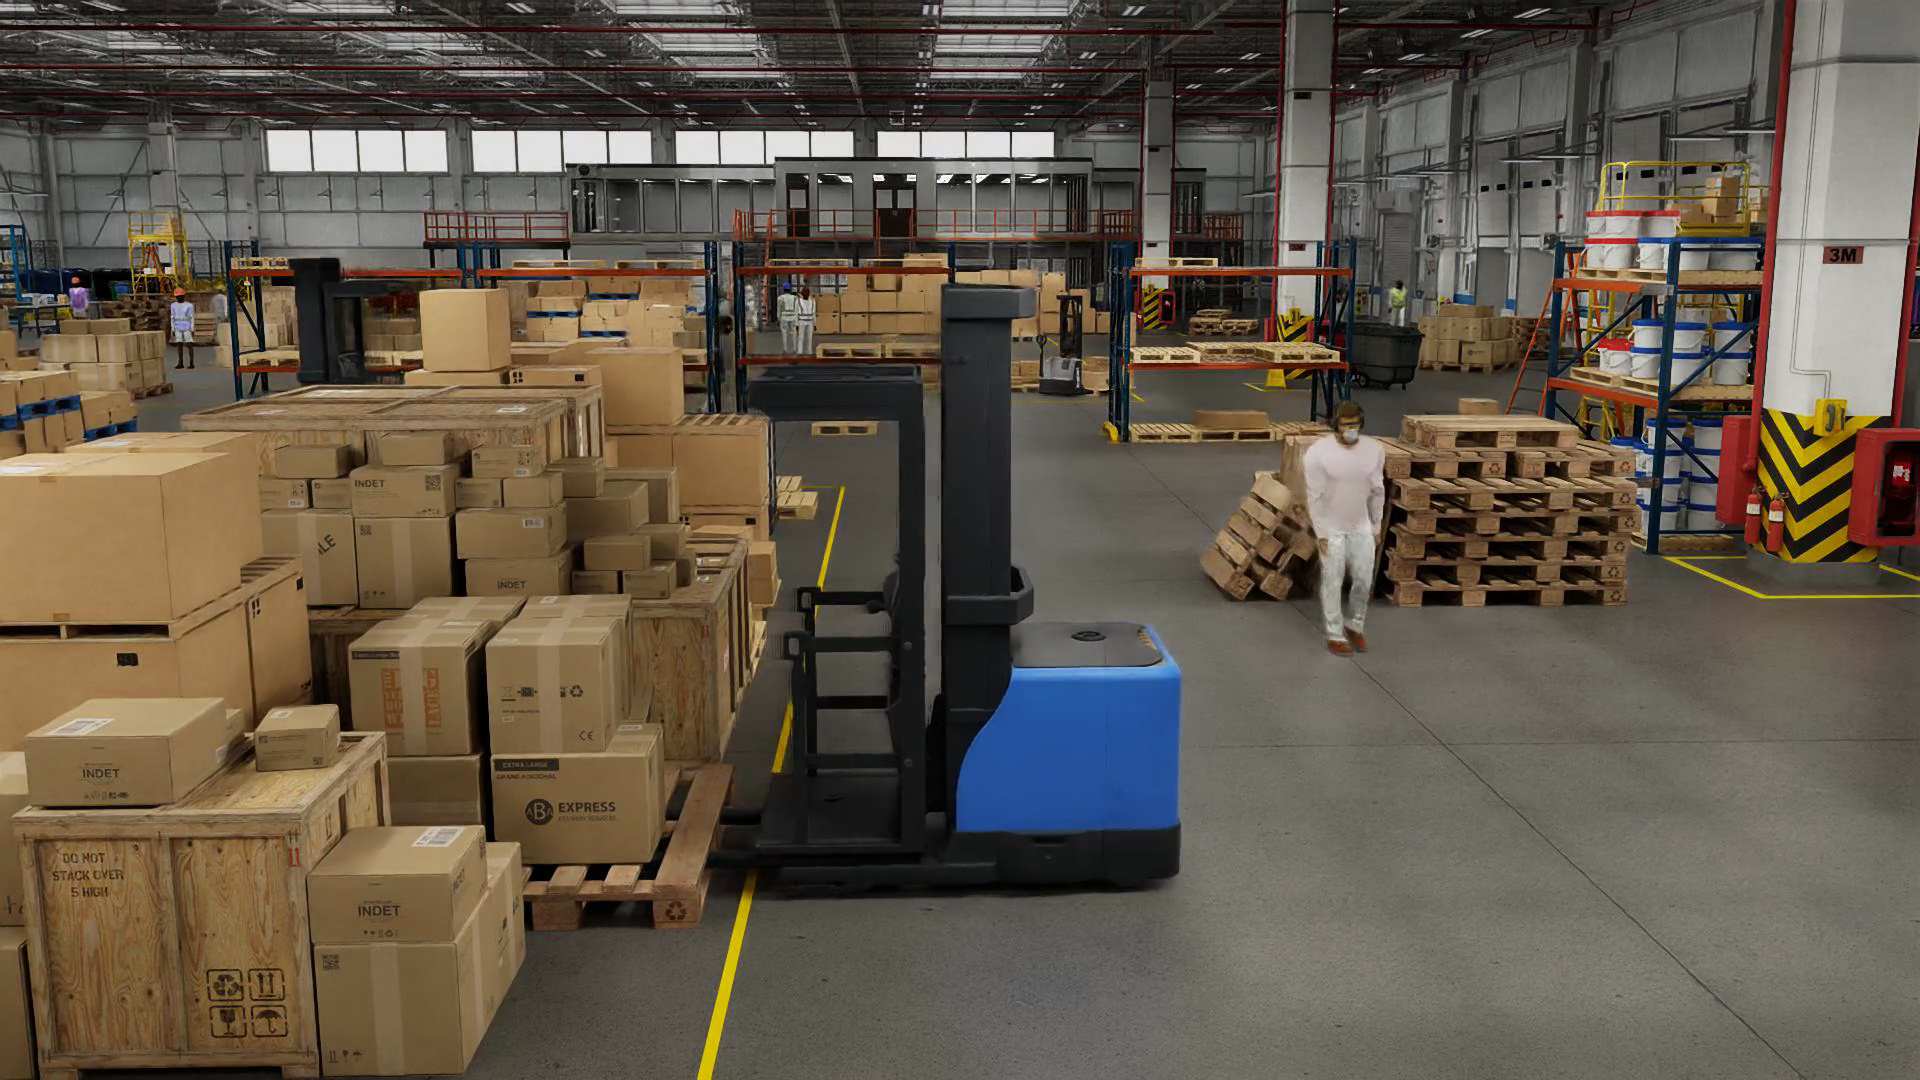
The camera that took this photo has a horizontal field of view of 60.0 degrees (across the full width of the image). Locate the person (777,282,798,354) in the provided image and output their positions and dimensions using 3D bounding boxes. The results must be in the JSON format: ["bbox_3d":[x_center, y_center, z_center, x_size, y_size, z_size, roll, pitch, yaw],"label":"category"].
[{"bbox_3d":[-4.594,-5.883,44.352,0.605,1.949,0.402,-5,11,-24],"label":"person"}]

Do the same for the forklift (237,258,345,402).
[{"bbox_3d":[-8.137,-2.193,21.198,1.873,2.768,1.129,0,10,-2],"label":"forklift"}]

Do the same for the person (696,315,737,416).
[{"bbox_3d":[-3.986,-2.855,27.850,0.889,1.829,0.556,1,10,5],"label":"person"}]

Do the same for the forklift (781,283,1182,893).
[{"bbox_3d":[0.090,0.173,8.014,1.873,2.768,1.129,0,10,-2],"label":"forklift"}]

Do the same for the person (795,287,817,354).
[{"bbox_3d":[-3.925,-5.492,42.353,0.577,1.884,0.353,-6,12,-28],"label":"person"}]

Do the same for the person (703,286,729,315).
[{"bbox_3d":[-5.739,-5.003,39.190,0.690,2.000,0.792,5,11,26],"label":"person"}]

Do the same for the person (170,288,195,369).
[{"bbox_3d":[-18.606,-5.062,39.805,0.550,1.937,0.357,-1,10,-4],"label":"person"}]

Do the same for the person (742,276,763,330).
[{"bbox_3d":[-7.228,-8.096,56.951,0.843,1.862,0.577,-1,10,-8],"label":"person"}]

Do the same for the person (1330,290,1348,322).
[{"bbox_3d":[9.624,-5.418,42.177,0.549,1.840,0.958,5,11,24],"label":"person"}]

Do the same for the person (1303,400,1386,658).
[{"bbox_3d":[2.794,-0.073,12.104,0.638,1.909,0.459,-1,10,-7],"label":"person"}]

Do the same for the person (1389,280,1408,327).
[{"bbox_3d":[14.192,-7.514,53.890,0.629,1.798,0.953,1,10,5],"label":"person"}]

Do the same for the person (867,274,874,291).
[{"bbox_3d":[-3.326,-8.484,58.918,0.539,1.929,0.394,-3,11,-18],"label":"person"}]

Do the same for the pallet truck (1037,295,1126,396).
[{"bbox_3d":[2.483,-3.881,33.060,1.885,1.965,0.823,-7,13,-36],"label":"pallet truck"}]

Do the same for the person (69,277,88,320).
[{"bbox_3d":[-28.251,-7.473,53.299,0.555,1.923,0.442,0,10,0],"label":"person"}]

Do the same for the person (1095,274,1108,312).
[{"bbox_3d":[4.926,-8.275,57.819,0.406,1.903,0.582,-6,12,-31],"label":"person"}]

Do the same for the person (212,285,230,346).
[{"bbox_3d":[-21.238,-6.465,48.042,0.652,1.786,0.707,5,11,26],"label":"person"}]

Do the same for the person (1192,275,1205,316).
[{"bbox_3d":[9.279,-9.461,64.576,0.519,1.842,0.330,6,12,31],"label":"person"}]

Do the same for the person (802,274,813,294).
[{"bbox_3d":[-5.076,-8.058,56.481,0.908,1.964,0.639,-3,11,-14],"label":"person"}]
